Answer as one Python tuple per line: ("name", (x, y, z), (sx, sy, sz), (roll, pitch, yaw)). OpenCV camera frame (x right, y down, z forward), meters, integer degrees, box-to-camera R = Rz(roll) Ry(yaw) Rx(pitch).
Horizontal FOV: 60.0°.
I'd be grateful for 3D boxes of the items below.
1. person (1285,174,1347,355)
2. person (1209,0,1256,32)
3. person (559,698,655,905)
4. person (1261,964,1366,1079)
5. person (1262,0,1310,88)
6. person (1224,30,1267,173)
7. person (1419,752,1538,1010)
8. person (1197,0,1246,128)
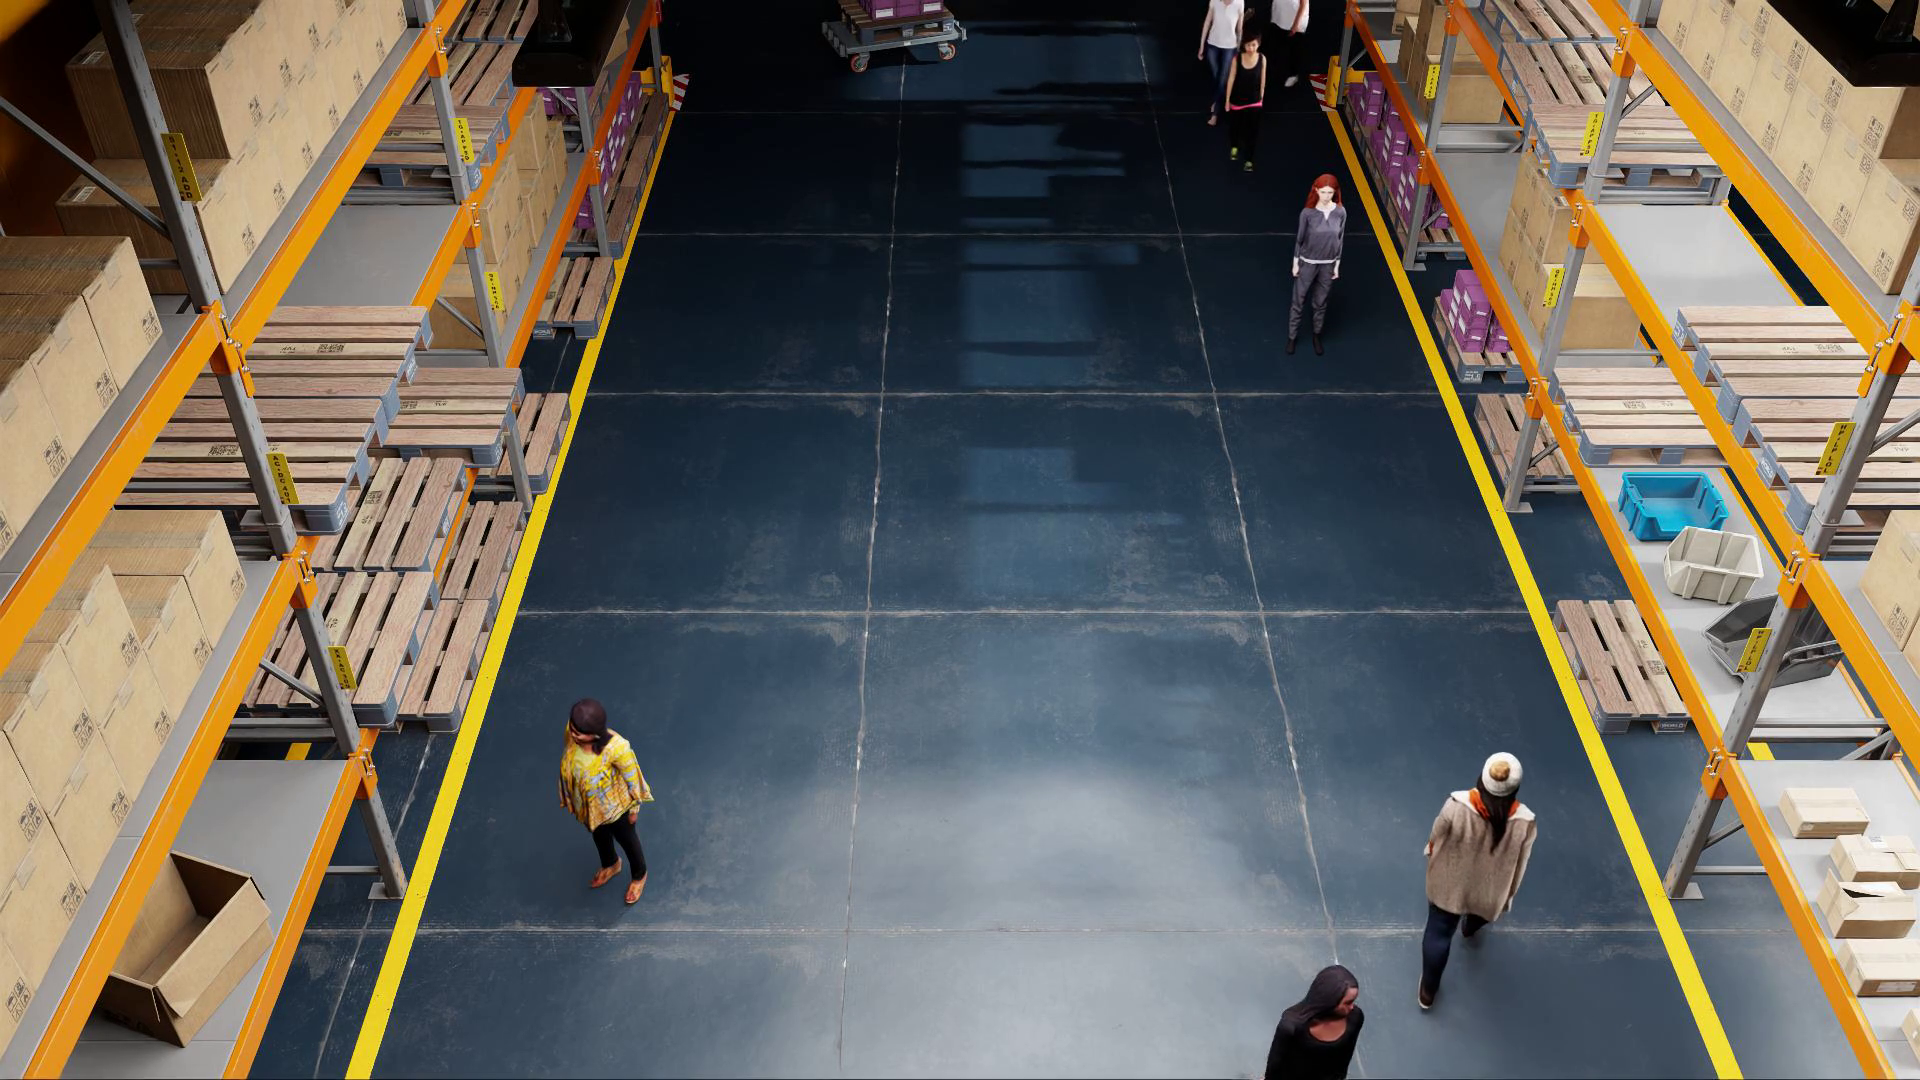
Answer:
("person", (3.231, -2.499, 15.061), (0.563, 1.778, 0.482), (0, 39, 0))
("person", (3.423, -7.352, 21.075), (1.079, 1.856, 1.228), (24, 44, 27))
("person", (-2.138, 1.561, 10.077), (0.861, 1.652, 0.909), (19, 42, 22))
("person", (1.755, 2.723, 8.590), (0.705, 1.693, 0.873), (-4, 39, -5))
("person", (3.930, -6.133, 19.720), (1.035, 1.642, 1.176), (26, 45, 28))
("person", (3.128, -4.865, 18.227), (0.634, 1.523, 0.954), (3, 39, 4))
("person", (2.869, 1.961, 9.414), (0.893, 1.855, 1.172), (11, 40, 13))
("person", (3.020, -5.663, 19.090), (0.859, 1.692, 1.188), (14, 41, 17))
